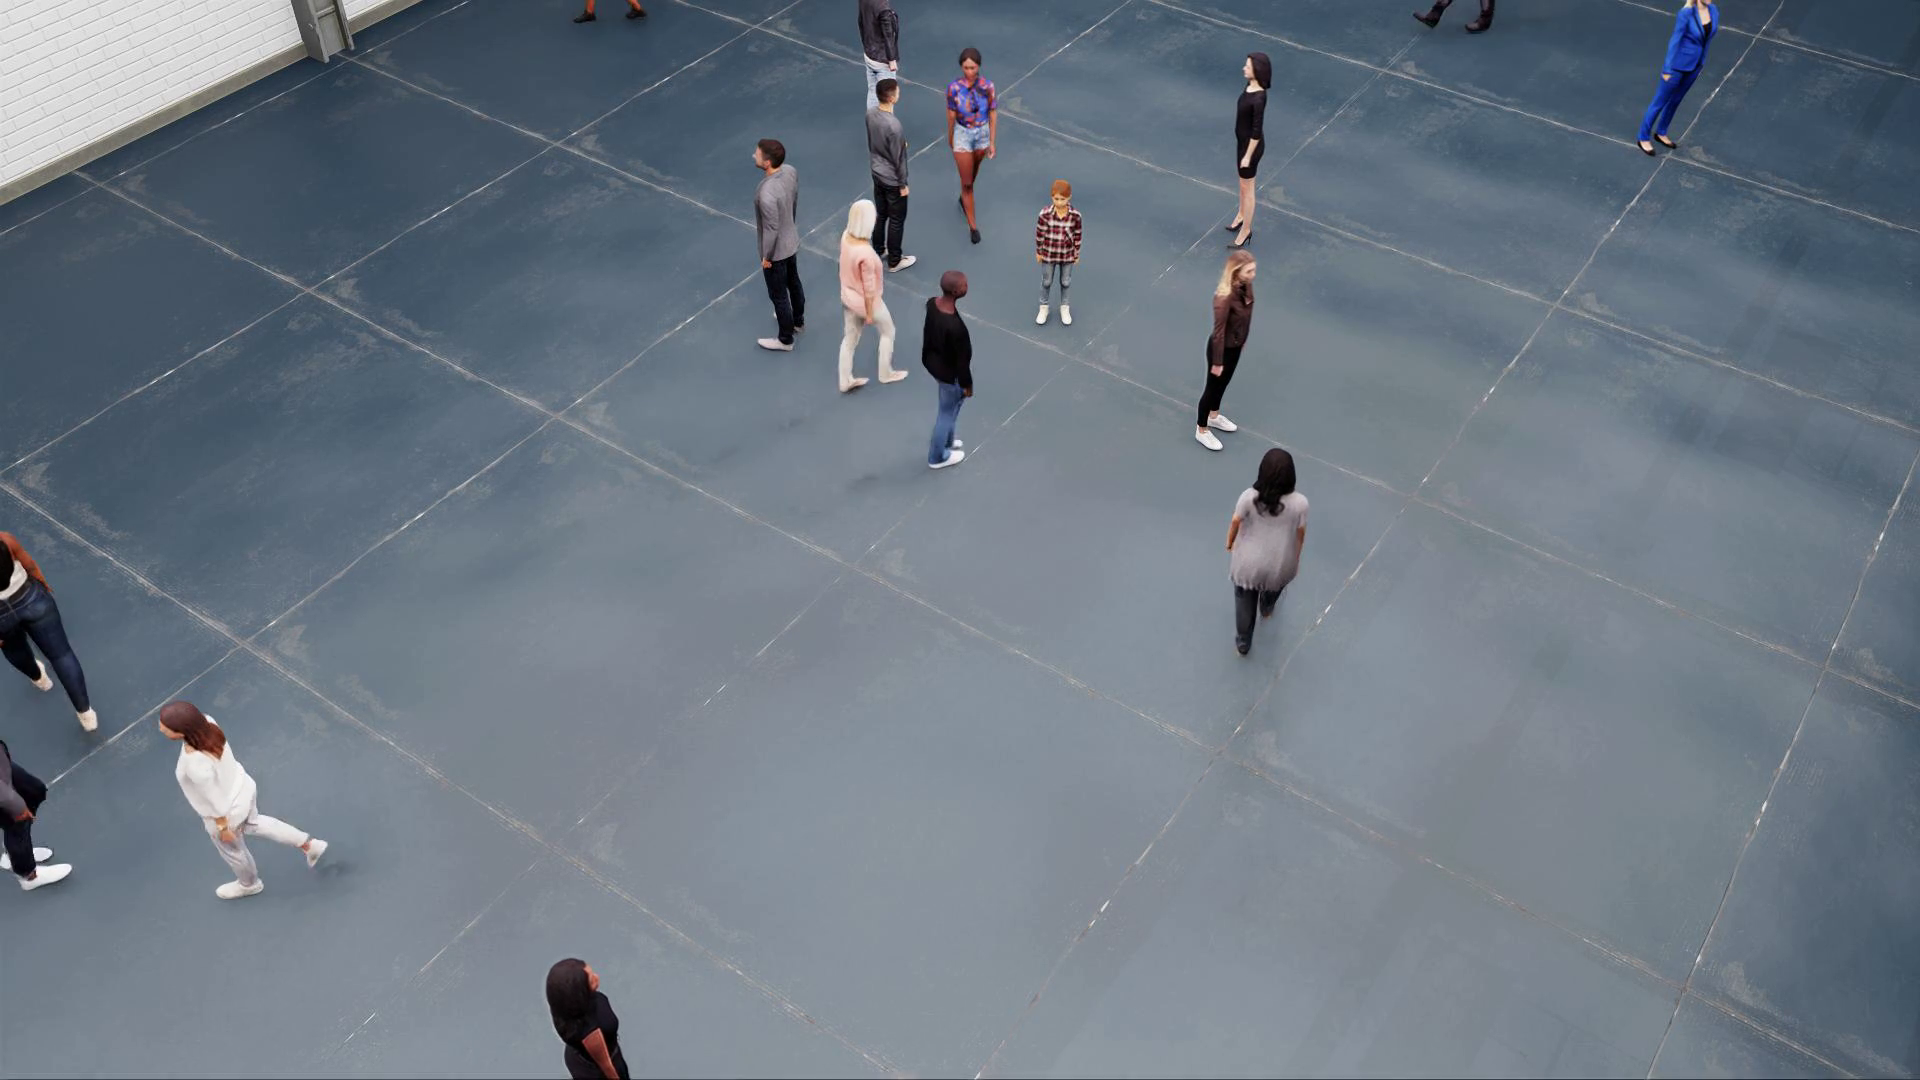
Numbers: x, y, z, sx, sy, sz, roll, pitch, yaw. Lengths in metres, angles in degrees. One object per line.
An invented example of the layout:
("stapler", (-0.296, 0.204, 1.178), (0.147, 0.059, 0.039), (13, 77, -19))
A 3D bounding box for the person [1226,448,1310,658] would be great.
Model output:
("person", (1.984, 0.120, 10.882), (0.864, 1.588, 0.998), (6, 44, 7))

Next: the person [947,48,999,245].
("person", (0.092, -3.546, 14.655), (1.104, 1.691, 1.137), (-8, 44, -9))

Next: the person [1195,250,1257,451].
("person", (1.991, -1.455, 12.451), (0.668, 1.703, 0.436), (24, 49, 23))

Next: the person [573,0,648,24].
("person", (-3.706, -6.161, 17.453), (1.096, 1.619, 1.061), (-1, 44, -1))

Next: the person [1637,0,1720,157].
("person", (6.763, -4.455, 15.602), (0.640, 1.700, 0.764), (-20, 47, -19))

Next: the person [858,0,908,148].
("person", (-0.754, -4.523, 15.576), (0.668, 1.836, 0.723), (-26, 49, -24))

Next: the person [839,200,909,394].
("person", (-0.836, -1.833, 12.848), (0.880, 1.704, 0.753), (-27, 50, -25))

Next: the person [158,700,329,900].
("person", (-4.082, 1.456, 9.418), (1.015, 1.674, 0.952), (-8, 44, -8))

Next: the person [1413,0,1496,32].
("person", (5.496, -6.140, 17.288), (1.207, 1.815, 1.107), (-10, 45, -11))

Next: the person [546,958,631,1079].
("person", (-1.788, 2.580, 8.189), (0.629, 1.741, 0.658), (-25, 49, -24))

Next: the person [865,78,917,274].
("person", (-0.604, -3.094, 14.130), (0.641, 1.761, 0.672), (-28, 50, -26))

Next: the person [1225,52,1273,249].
("person", (2.504, -3.375, 14.392), (0.721, 1.807, 0.598), (4, 44, 4))

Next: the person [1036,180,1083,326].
("person", (0.809, -2.386, 13.716), (0.622, 1.306, 0.664), (1, 44, 1))

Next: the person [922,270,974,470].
("person", (-0.170, -1.212, 12.173), (0.739, 1.736, 0.713), (-20, 47, -19))

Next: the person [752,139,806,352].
("person", (-1.447, -2.370, 13.287), (0.807, 1.876, 0.647), (13, 45, 13))

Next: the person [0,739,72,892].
("person", (-5.584, 1.391, 9.395), (0.836, 1.798, 0.886), (-20, 47, -20))

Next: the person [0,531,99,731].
("person", (-5.842, 0.486, 10.362), (1.171, 1.775, 0.994), (-24, 49, -23))
